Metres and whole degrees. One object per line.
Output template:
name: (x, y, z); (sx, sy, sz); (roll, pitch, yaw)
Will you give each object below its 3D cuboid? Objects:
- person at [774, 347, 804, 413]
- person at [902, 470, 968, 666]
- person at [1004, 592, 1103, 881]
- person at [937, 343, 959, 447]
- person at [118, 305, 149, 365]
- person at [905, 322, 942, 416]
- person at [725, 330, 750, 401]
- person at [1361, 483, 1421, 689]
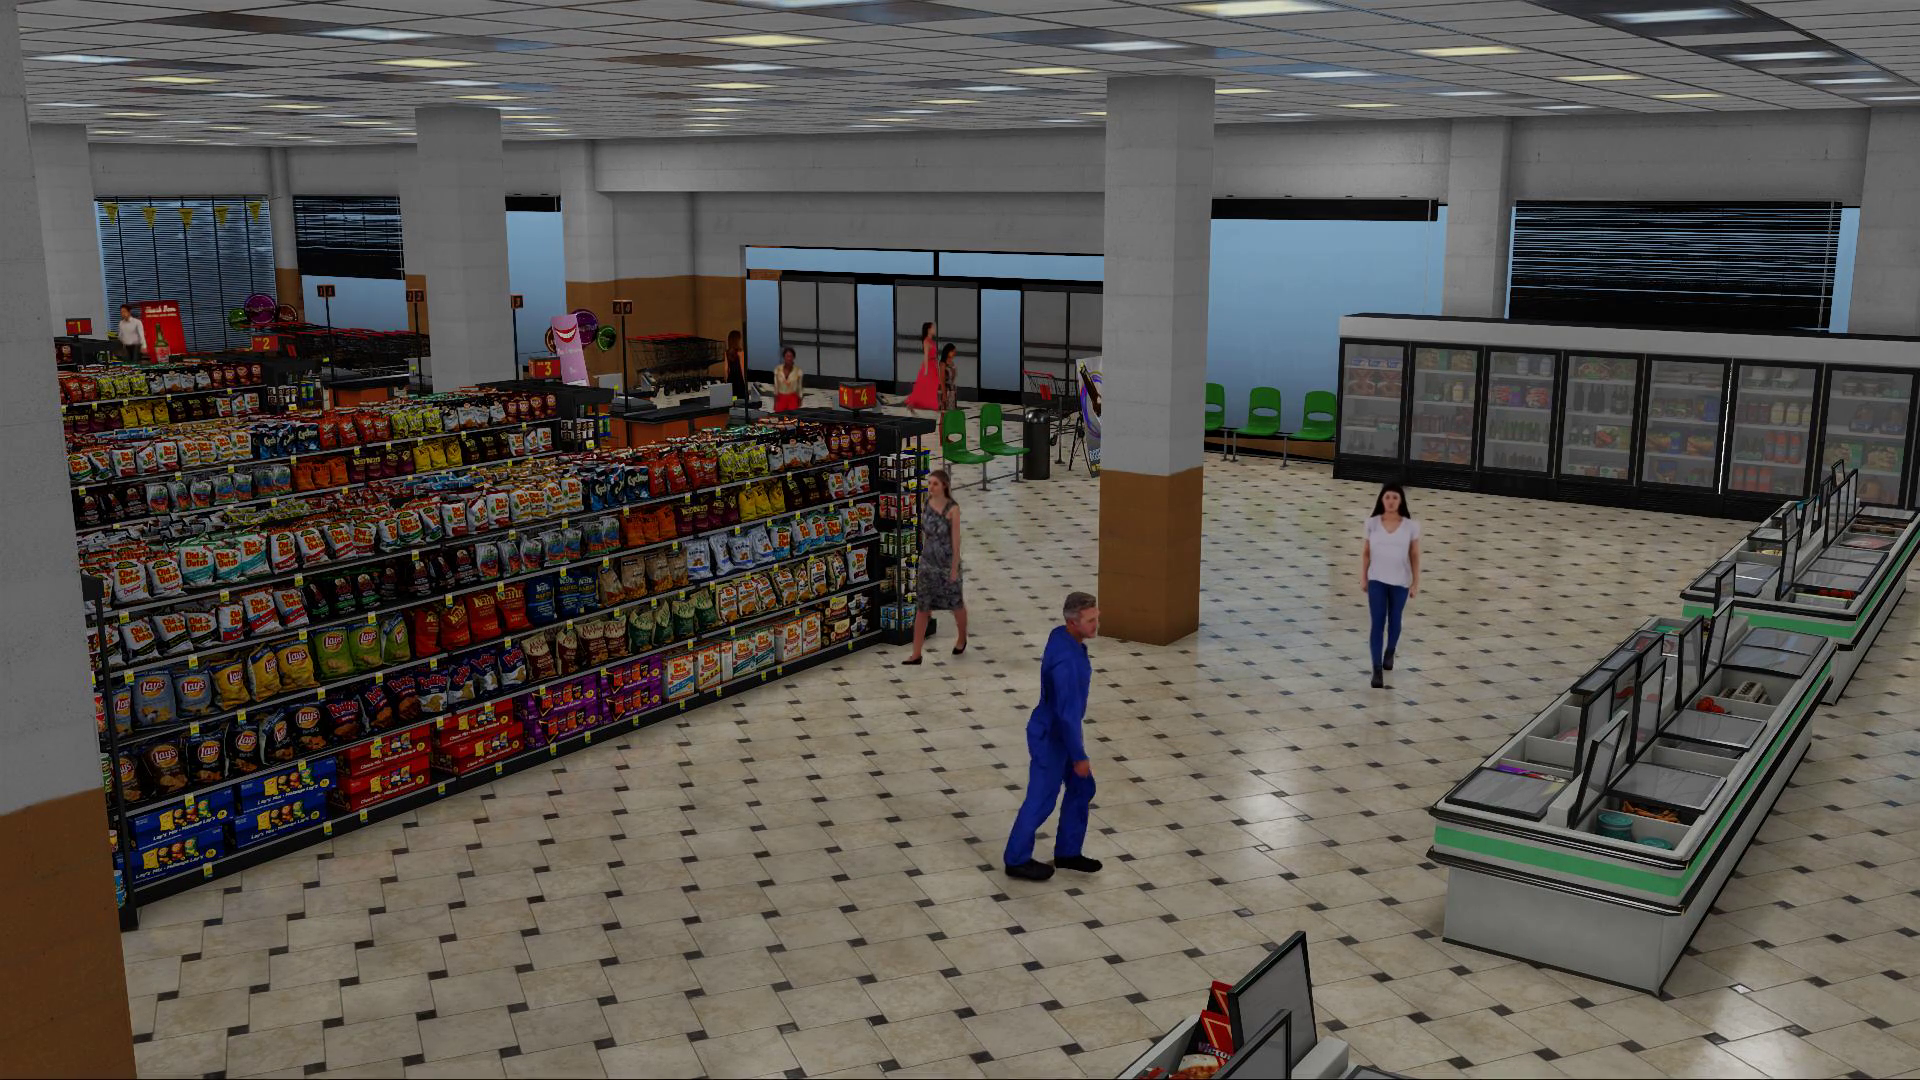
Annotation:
person: (-2.523, -1.934, 24.404); (0.859, 1.779, 0.950); (0, 12, -2)
person: (-0.100, 0.246, 14.362); (0.615, 1.650, 1.122); (7, 14, 32)
person: (0.494, 1.153, 9.733); (0.978, 1.782, 0.910); (0, 12, 2)
person: (-0.210, -2.335, 26.650); (0.761, 1.638, 0.560); (4, 13, 20)
person: (-16.436, -3.790, 33.181); (0.791, 1.793, 0.802); (1, 12, 5)
person: (-0.630, -3.022, 29.819); (0.990, 1.676, 1.117); (1, 12, 7)
person: (-3.593, -2.446, 26.699); (0.572, 1.834, 0.507); (8, 14, 34)
person: (3.561, 0.374, 13.778); (0.875, 1.639, 1.189); (3, 12, 16)
